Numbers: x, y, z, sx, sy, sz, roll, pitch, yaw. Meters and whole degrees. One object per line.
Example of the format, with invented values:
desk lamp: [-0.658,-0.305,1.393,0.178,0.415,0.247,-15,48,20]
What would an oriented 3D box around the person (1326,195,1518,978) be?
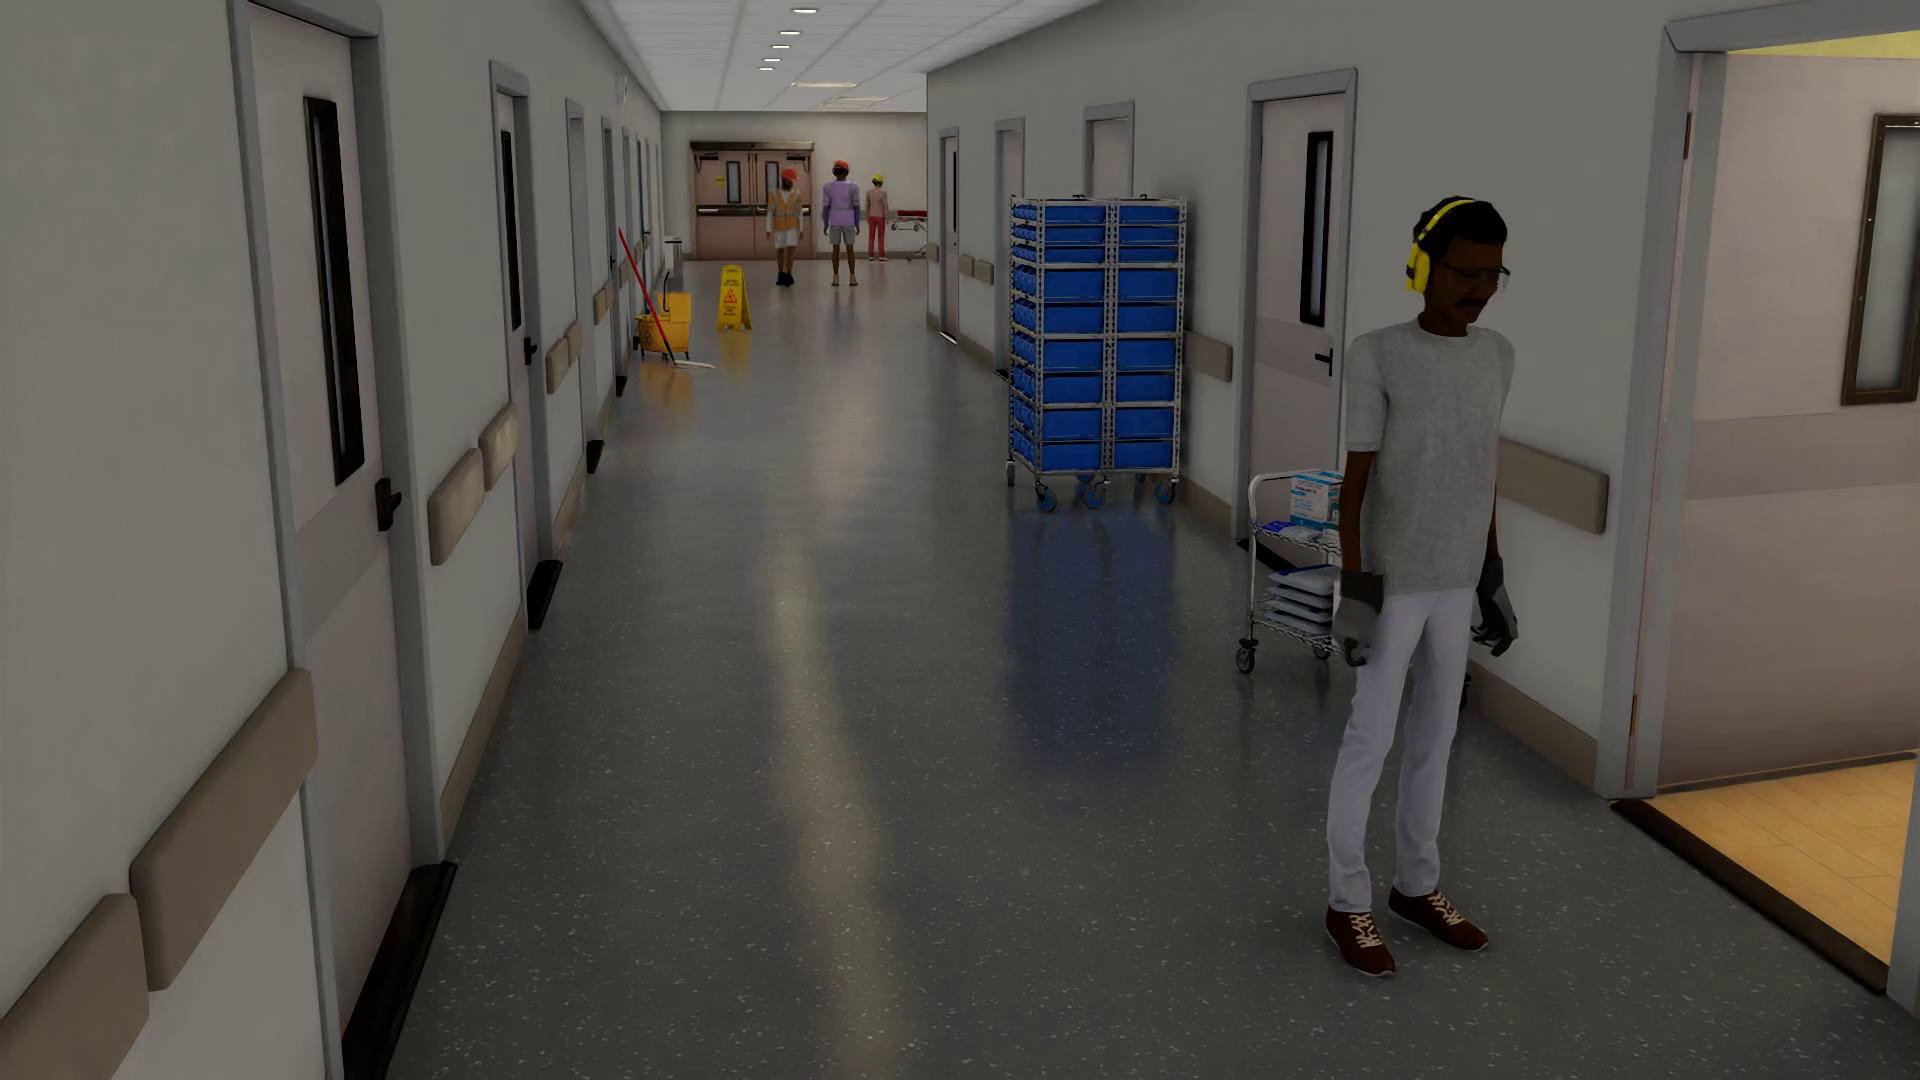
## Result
person: [1.128,0.118,4.021,0.518,1.865,0.327,-6,14,-25]

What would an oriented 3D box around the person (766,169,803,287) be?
person: [-2.840,-5.039,26.906,0.601,1.864,0.996,-1,13,-6]

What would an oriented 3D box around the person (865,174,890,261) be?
person: [-1.687,-6.607,34.104,0.528,1.767,0.329,8,15,30]

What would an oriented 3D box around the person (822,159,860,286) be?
person: [-1.922,-5.146,27.022,0.607,2.033,0.403,0,13,-1]
